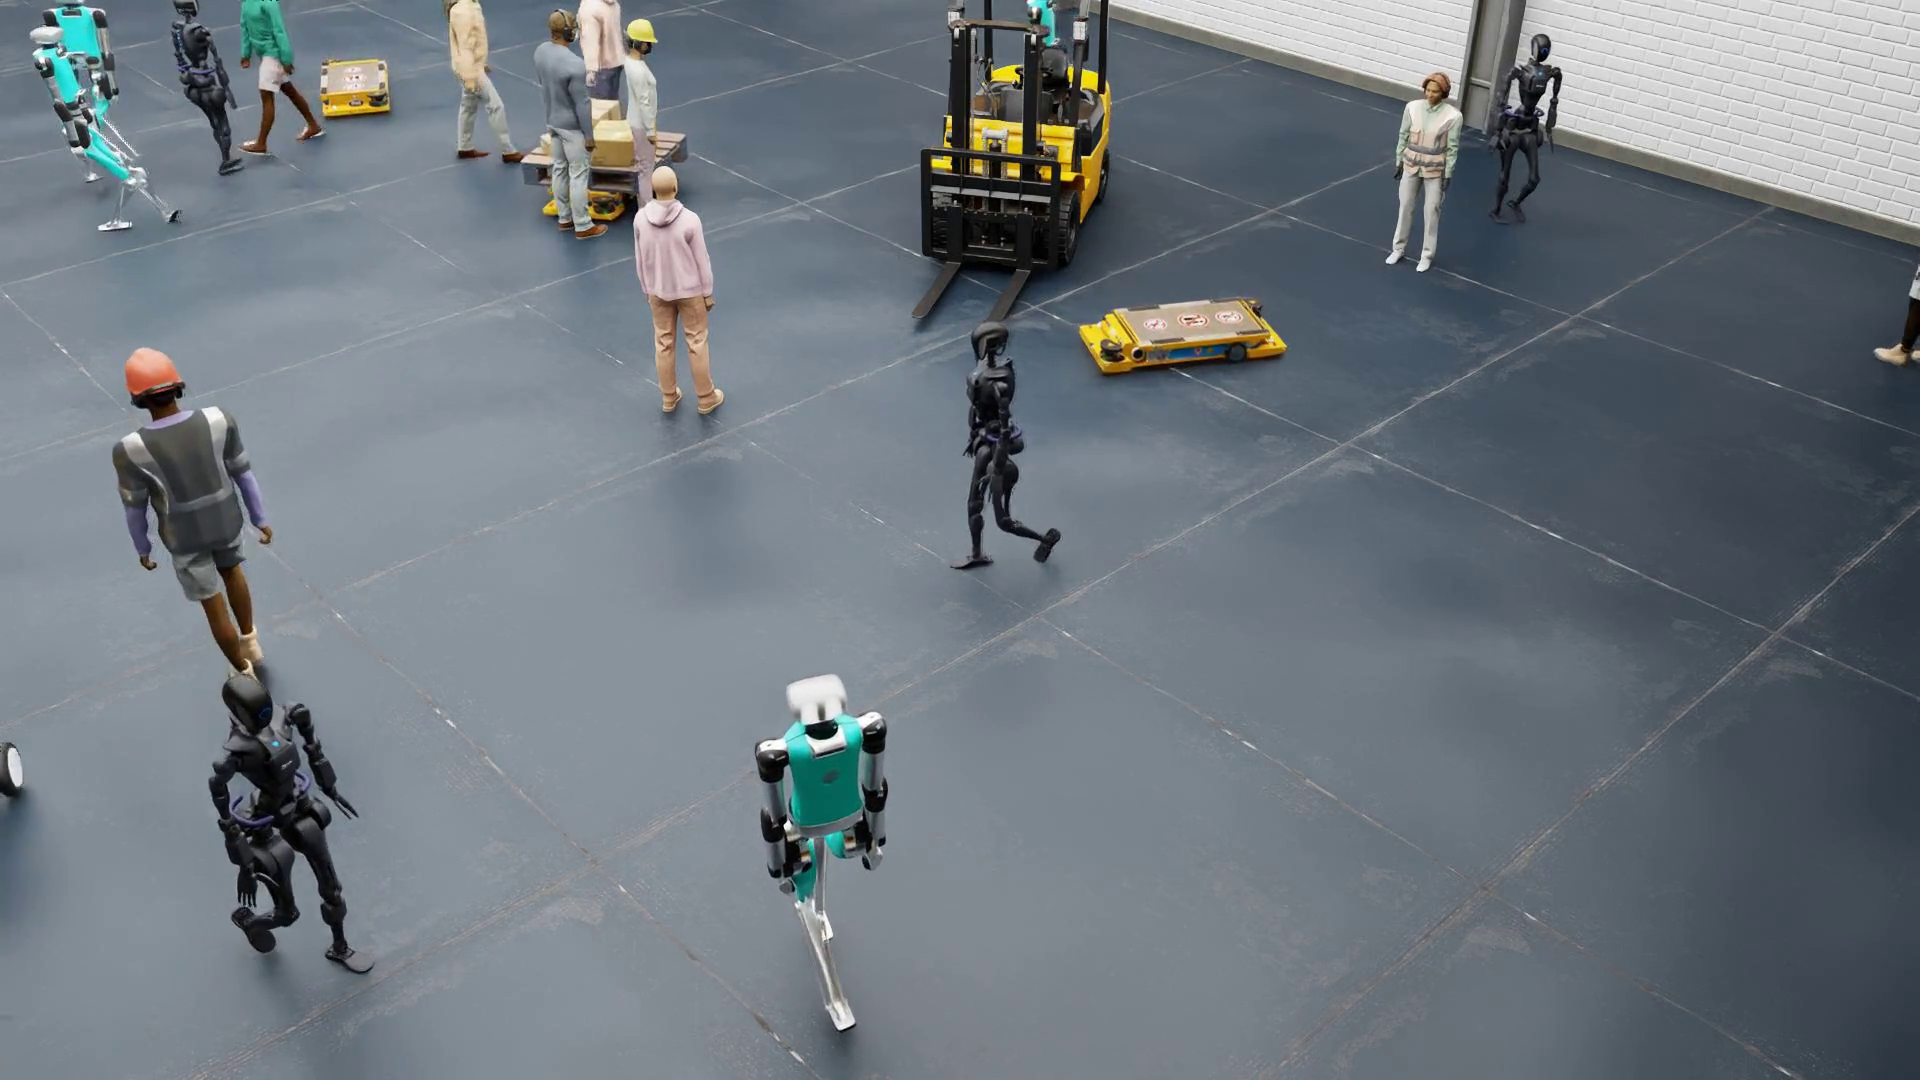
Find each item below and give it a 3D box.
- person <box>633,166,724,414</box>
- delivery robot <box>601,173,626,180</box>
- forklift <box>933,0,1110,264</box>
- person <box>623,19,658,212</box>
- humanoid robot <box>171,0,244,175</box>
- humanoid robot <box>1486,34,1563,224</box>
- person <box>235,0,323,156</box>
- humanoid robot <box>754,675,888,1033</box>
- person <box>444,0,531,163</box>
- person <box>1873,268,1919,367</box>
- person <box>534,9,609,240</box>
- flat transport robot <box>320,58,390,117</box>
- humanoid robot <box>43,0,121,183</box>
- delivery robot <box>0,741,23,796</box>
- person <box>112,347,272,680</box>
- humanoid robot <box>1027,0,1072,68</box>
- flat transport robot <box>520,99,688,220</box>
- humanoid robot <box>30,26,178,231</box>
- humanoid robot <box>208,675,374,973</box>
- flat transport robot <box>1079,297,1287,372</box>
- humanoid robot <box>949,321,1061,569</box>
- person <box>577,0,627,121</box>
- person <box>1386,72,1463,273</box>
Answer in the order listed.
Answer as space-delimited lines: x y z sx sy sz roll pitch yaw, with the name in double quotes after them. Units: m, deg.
-1.938 -1.684 11.371 0.519 1.784 0.402 5 33 8 "person"
-3.223 -3.456 15.205 0.499 0.576 0.768 -19 38 -26 "delivery robot"
0.570 -3.725 14.138 1.214 2.155 2.313 9 34 13 "forklift"
-2.699 -3.589 14.323 0.325 1.760 0.524 -10 34 -15 "person"
-6.955 -4.227 15.378 0.608 1.649 0.388 16 36 23 "humanoid robot"
4.833 -3.515 14.283 0.589 1.643 0.335 -6 34 -9 "humanoid robot"
-6.636 -4.618 15.867 0.946 1.804 0.502 -27 41 -35 "person"
-0.620 1.192 7.009 0.540 1.748 1.017 -13 35 -19 "humanoid robot"
-4.457 -4.412 15.522 0.831 1.836 0.640 -3 33 -4 "person"
7.086 -2.022 11.971 0.553 1.701 0.356 -16 36 -23 "person"
-3.291 -3.488 14.021 0.620 1.932 0.377 27 42 35 "person"
-6.373 -4.785 17.527 0.659 0.231 1.431 -9 34 -14 "flat transport robot"
-7.940 -4.027 15.047 0.553 1.733 1.030 -3 33 -5 "humanoid robot"
-4.913 1.203 8.054 0.499 0.586 0.765 -10 34 -15 "delivery robot"
-4.007 -0.091 8.703 0.644 2.023 0.652 -26 41 -34 "person"
1.070 -4.268 15.402 0.956 1.765 0.536 10 34 14 "humanoid robot"
-3.215 -3.284 15.221 0.659 0.231 1.431 7 34 11 "flat transport robot"
-7.235 -3.447 14.196 0.841 1.863 0.550 -6 34 -9 "humanoid robot"
-2.921 1.185 7.082 0.607 1.637 0.615 15 36 21 "humanoid robot"
1.679 -1.549 12.555 1.431 0.231 0.659 -7 34 -10 "flat transport robot"
0.264 -0.554 9.747 0.626 1.631 0.584 -10 34 -15 "humanoid robot"
-3.346 -4.487 15.644 0.455 1.822 0.857 6 33 9 "person"
3.780 -2.997 13.525 0.513 1.634 0.312 23 40 31 "person"
